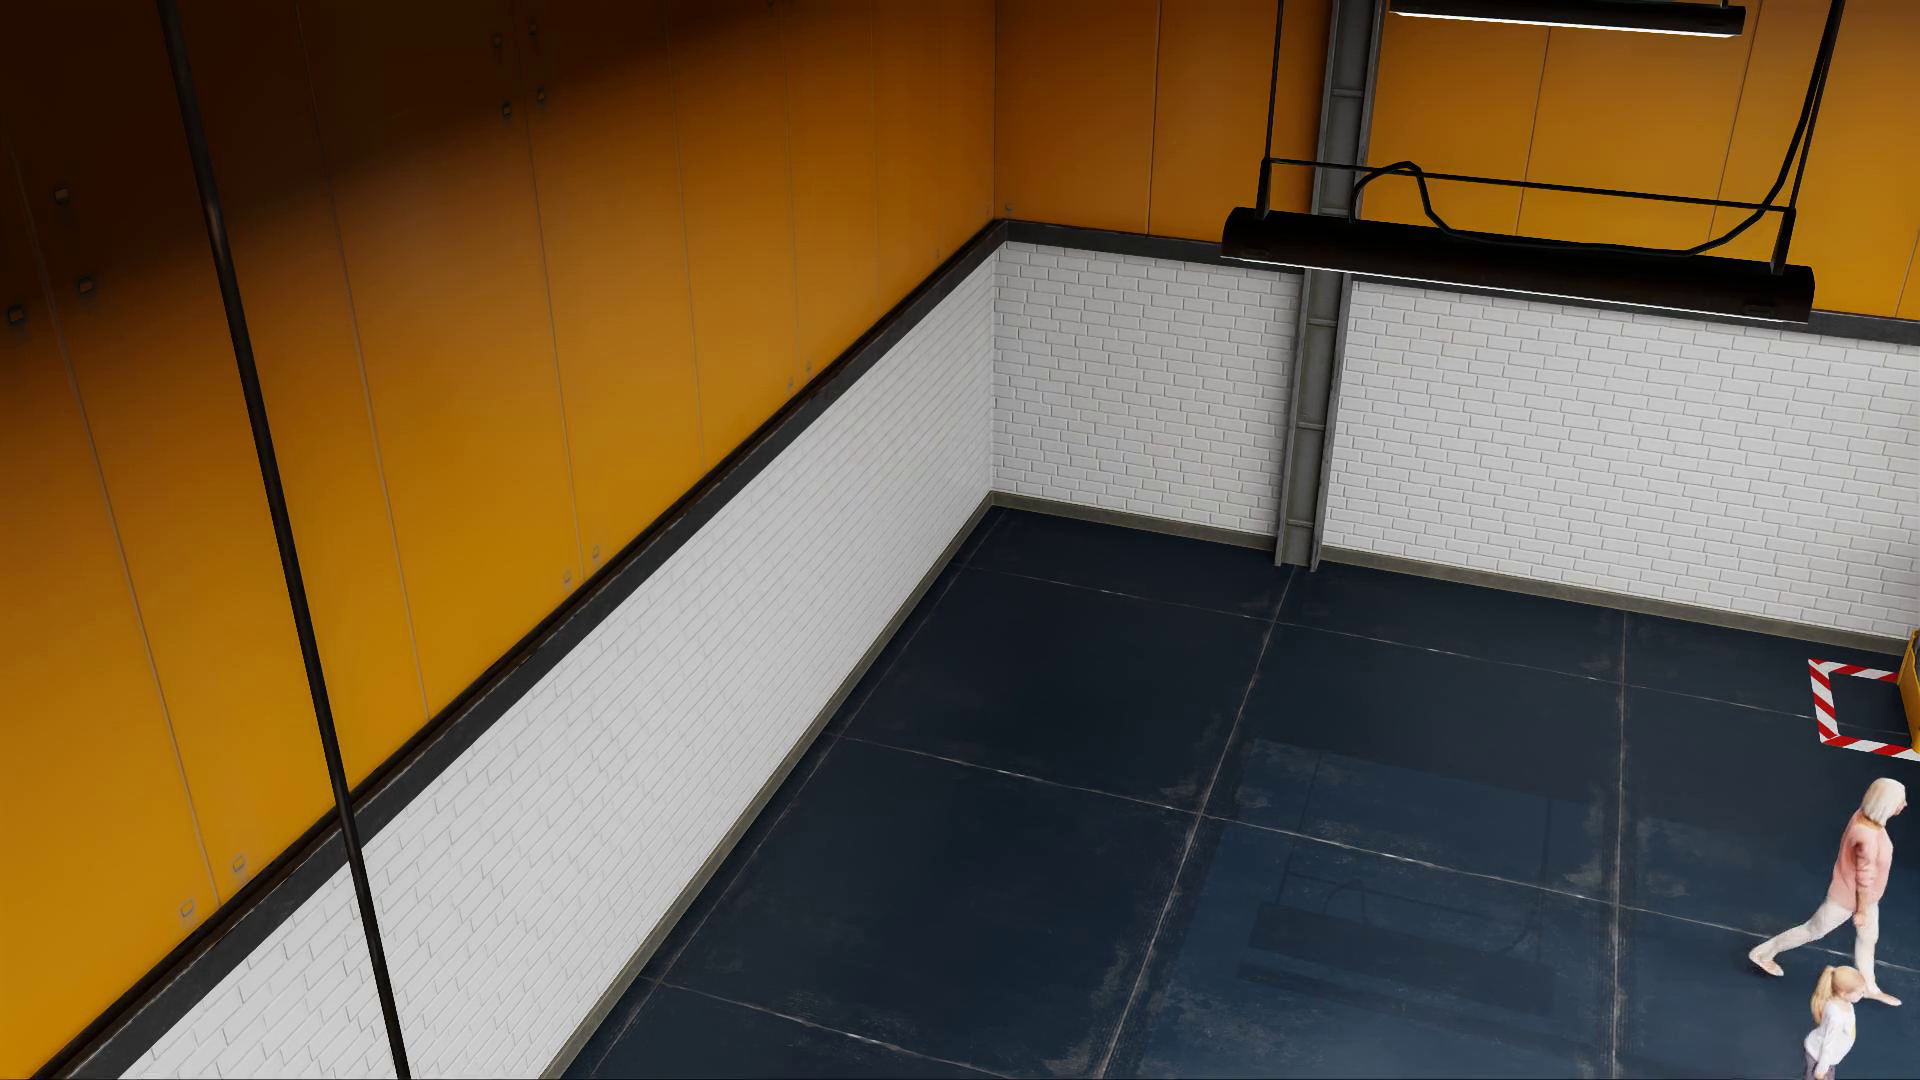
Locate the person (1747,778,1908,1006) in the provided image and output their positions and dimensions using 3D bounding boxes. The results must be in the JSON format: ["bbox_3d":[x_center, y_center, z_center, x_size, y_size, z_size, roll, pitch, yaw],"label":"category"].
[{"bbox_3d":[5.612,2.233,10.655,1.191,1.680,0.717,14,31,23],"label":"person"}]

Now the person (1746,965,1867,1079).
[{"bbox_3d":[4.977,2.976,9.729,0.831,1.263,0.584,17,33,28],"label":"person"}]
